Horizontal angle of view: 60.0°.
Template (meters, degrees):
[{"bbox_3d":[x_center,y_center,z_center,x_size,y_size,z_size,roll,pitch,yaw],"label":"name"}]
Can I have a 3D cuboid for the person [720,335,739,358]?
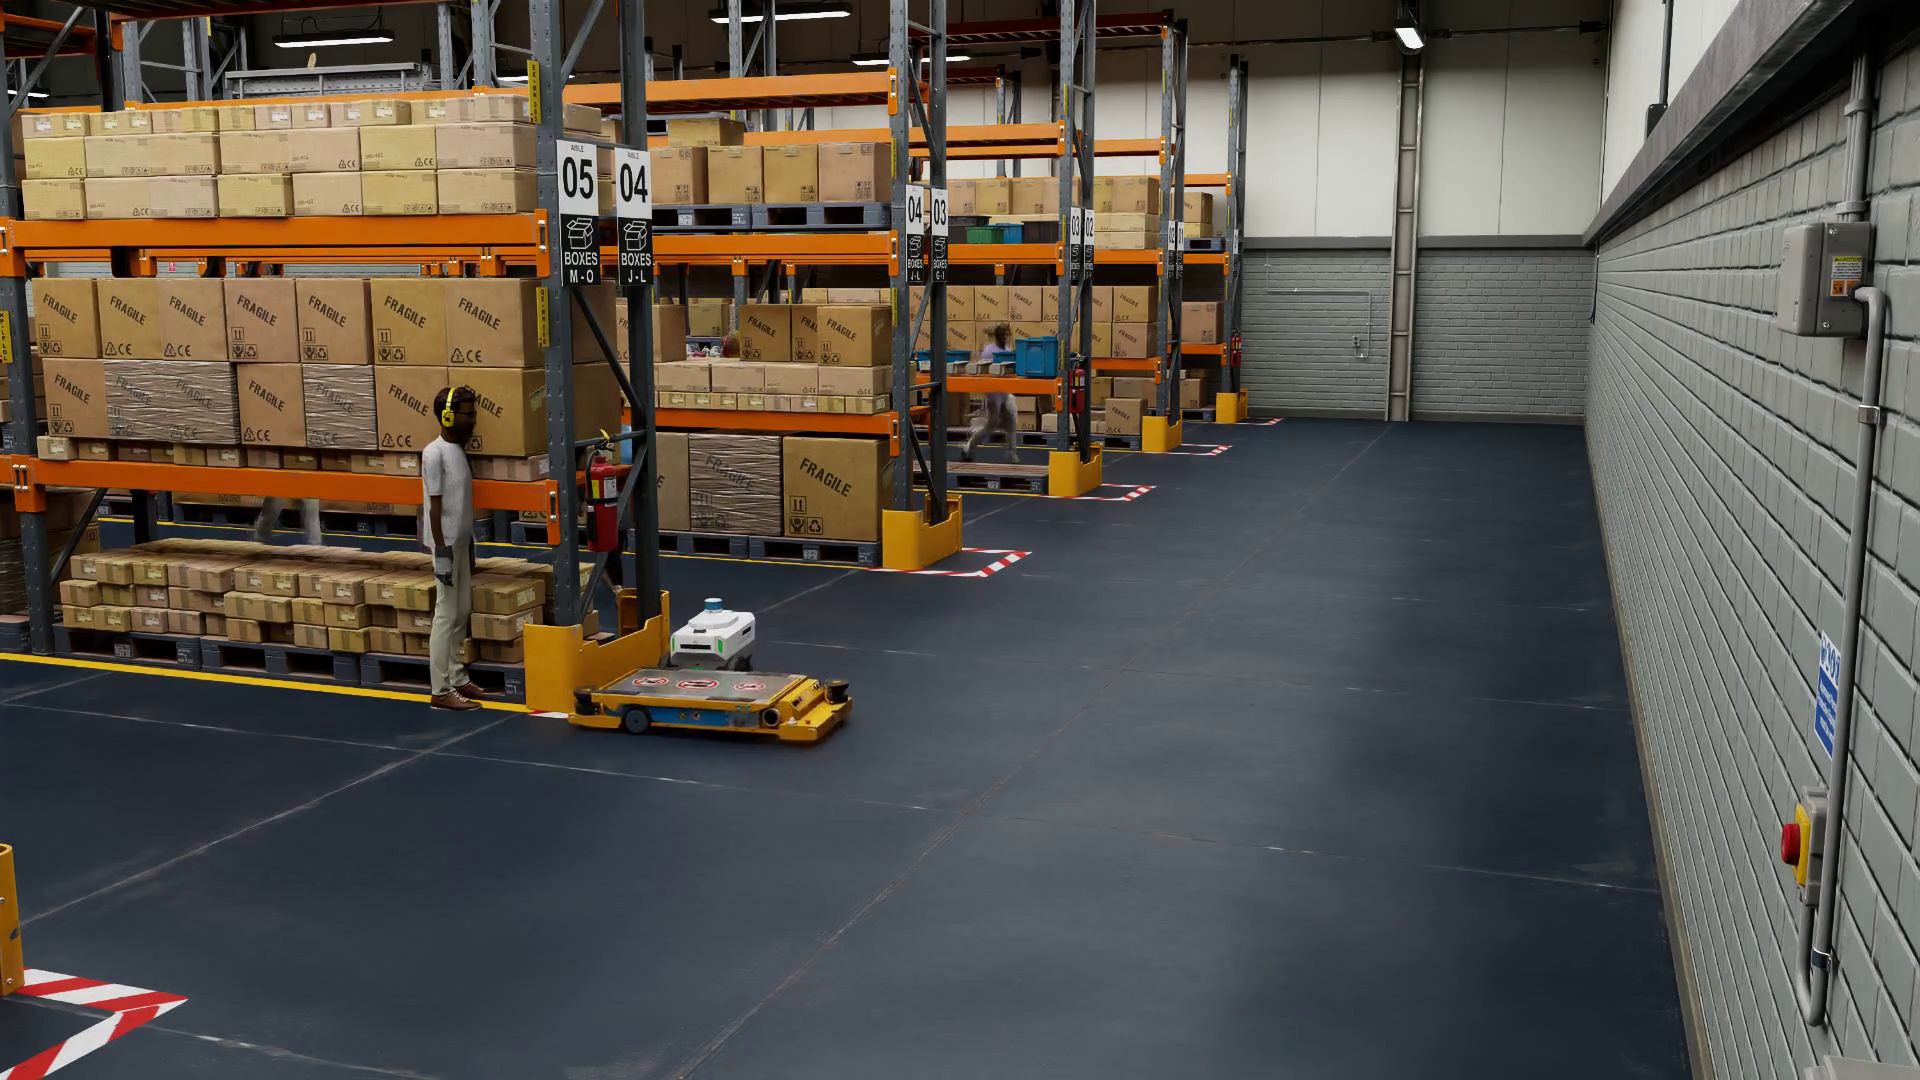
[{"bbox_3d":[-2.576,-1.328,18.270,0.762,1.820,0.597,5,11,30],"label":"person"}]

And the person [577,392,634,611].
[{"bbox_3d":[-2.637,-0.333,12.619,0.560,1.647,0.896,-5,11,-30],"label":"person"}]

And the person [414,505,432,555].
[{"bbox_3d":[-4.143,-0.585,13.198,0.646,1.969,0.656,-5,10,-26],"label":"person"}]

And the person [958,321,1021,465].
[{"bbox_3d":[0.436,-1.822,21.109,0.892,1.908,0.636,6,11,34],"label":"person"}]

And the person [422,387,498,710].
[{"bbox_3d":[-2.905,0.051,9.580,0.333,1.860,0.510,0,9,3],"label":"person"}]

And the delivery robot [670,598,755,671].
[{"bbox_3d":[-1.472,0.592,9.954,0.477,0.478,0.707,2,9,9],"label":"delivery robot"}]

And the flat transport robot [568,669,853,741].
[{"bbox_3d":[-1.375,0.895,9.240,1.431,0.197,0.652,2,9,13],"label":"flat transport robot"}]

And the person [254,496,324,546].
[{"bbox_3d":[-5.678,-0.631,14.015,0.723,1.836,0.635,6,11,33],"label":"person"}]
